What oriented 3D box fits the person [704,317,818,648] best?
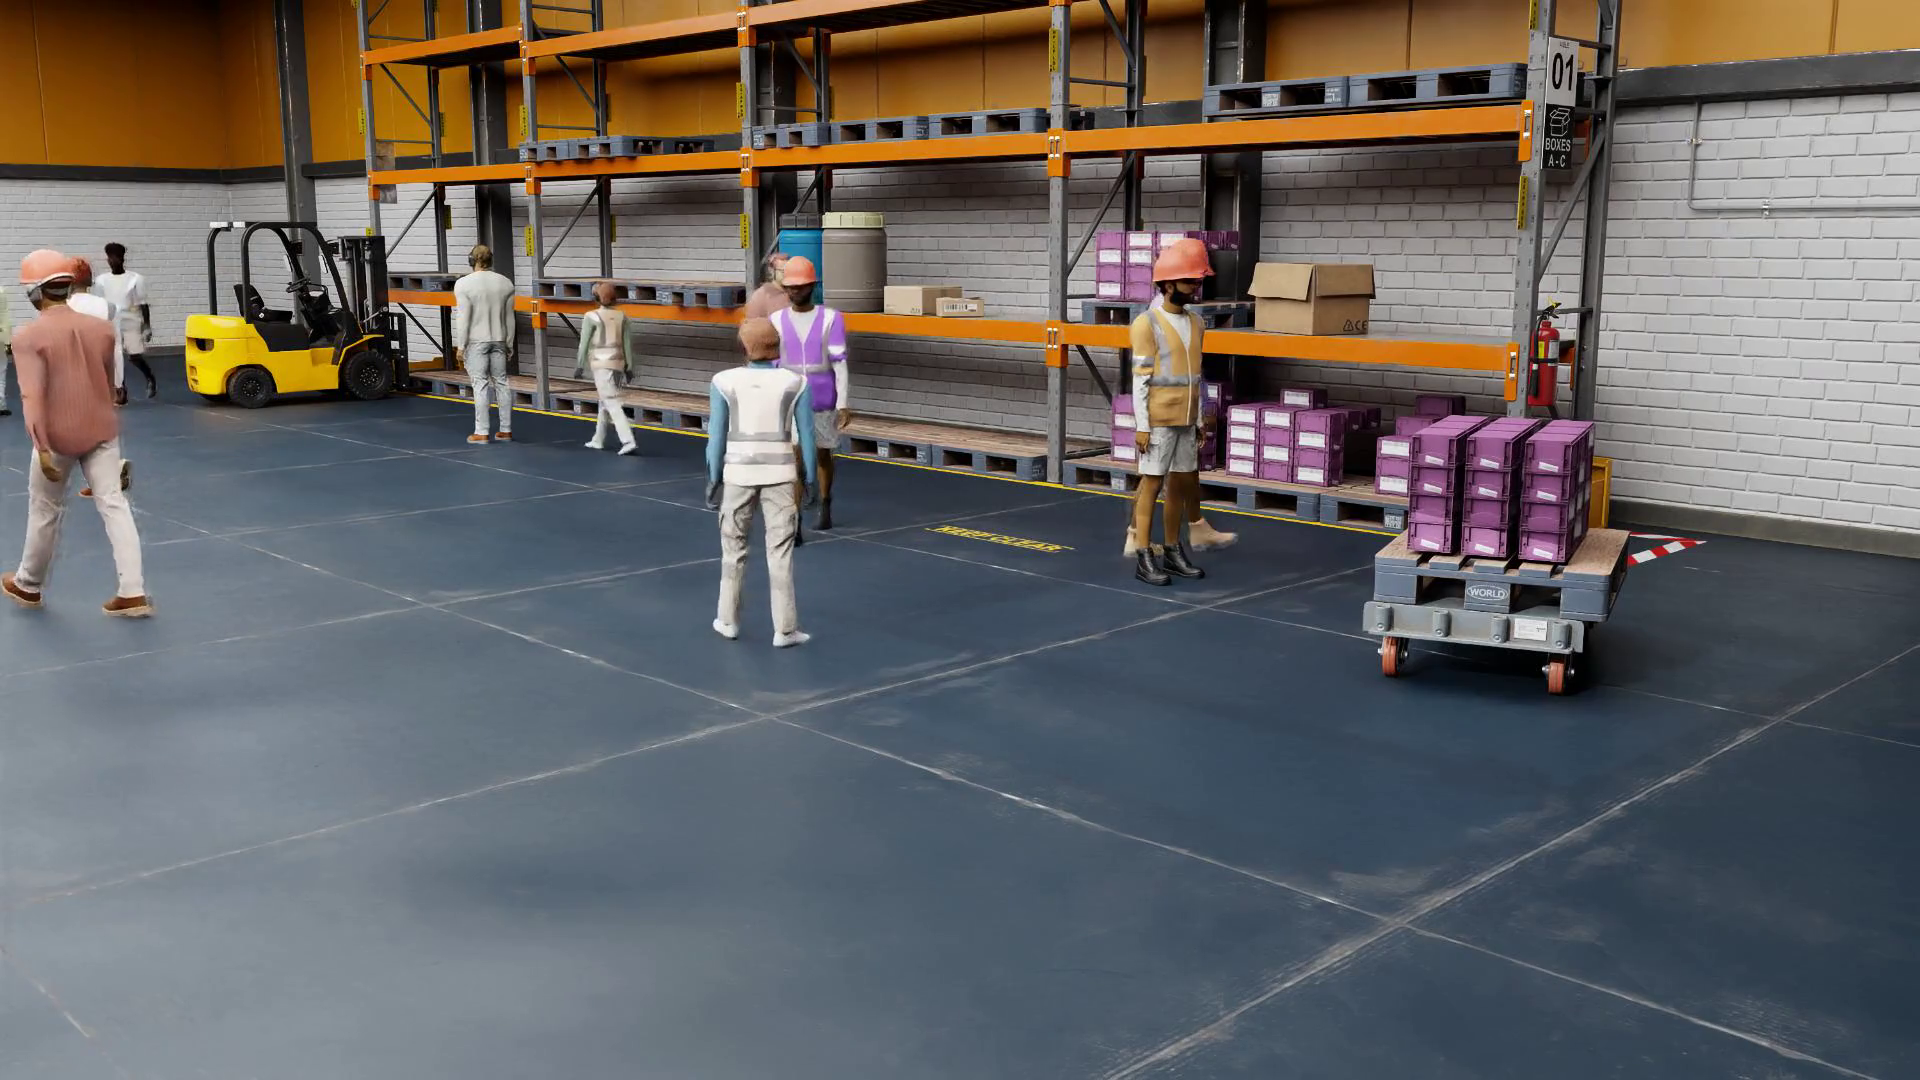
[{"bbox_3d":[-0.995,-0.282,8.240,0.600,1.621,0.489,-1,10,-4],"label":"person"}]

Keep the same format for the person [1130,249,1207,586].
[{"bbox_3d":[1.234,-0.713,9.696,0.551,1.942,0.340,-8,13,-39],"label":"person"}]

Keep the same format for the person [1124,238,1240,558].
[{"bbox_3d":[1.431,-0.863,10.368,0.895,1.996,0.609,0,10,-1],"label":"person"}]

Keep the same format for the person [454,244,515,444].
[{"bbox_3d":[-4.620,-1.904,16.203,0.355,1.938,0.637,9,14,42],"label":"person"}]

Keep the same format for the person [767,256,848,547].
[{"bbox_3d":[-1.012,-0.943,11.118,0.561,1.897,0.982,0,10,2],"label":"person"}]

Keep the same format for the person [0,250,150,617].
[{"bbox_3d":[-4.759,-0.558,8.856,1.038,1.938,0.611,6,12,28],"label":"person"}]

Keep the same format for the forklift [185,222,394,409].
[{"bbox_3d":[-8.169,-2.758,20.163,2.313,2.155,1.214,-10,14,-44],"label":"forklift"}]

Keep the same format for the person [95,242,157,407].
[{"bbox_3d":[-9.909,-2.563,19.779,0.610,1.942,0.710,0,10,1],"label":"person"}]

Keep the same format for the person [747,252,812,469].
[{"bbox_3d":[-1.576,-1.594,14.680,0.639,1.881,0.849,-9,14,-41],"label":"person"}]

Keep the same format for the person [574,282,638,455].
[{"bbox_3d":[-3.263,-1.590,15.432,0.868,1.597,0.516,7,13,35],"label":"person"}]

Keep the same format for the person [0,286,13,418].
[{"bbox_3d":[-10.749,-2.222,18.283,0.599,1.816,0.543,0,10,0],"label":"person"}]

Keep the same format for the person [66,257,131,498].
[{"bbox_3d":[-6.553,-1.202,12.603,0.687,1.864,0.589,6,12,30],"label":"person"}]
